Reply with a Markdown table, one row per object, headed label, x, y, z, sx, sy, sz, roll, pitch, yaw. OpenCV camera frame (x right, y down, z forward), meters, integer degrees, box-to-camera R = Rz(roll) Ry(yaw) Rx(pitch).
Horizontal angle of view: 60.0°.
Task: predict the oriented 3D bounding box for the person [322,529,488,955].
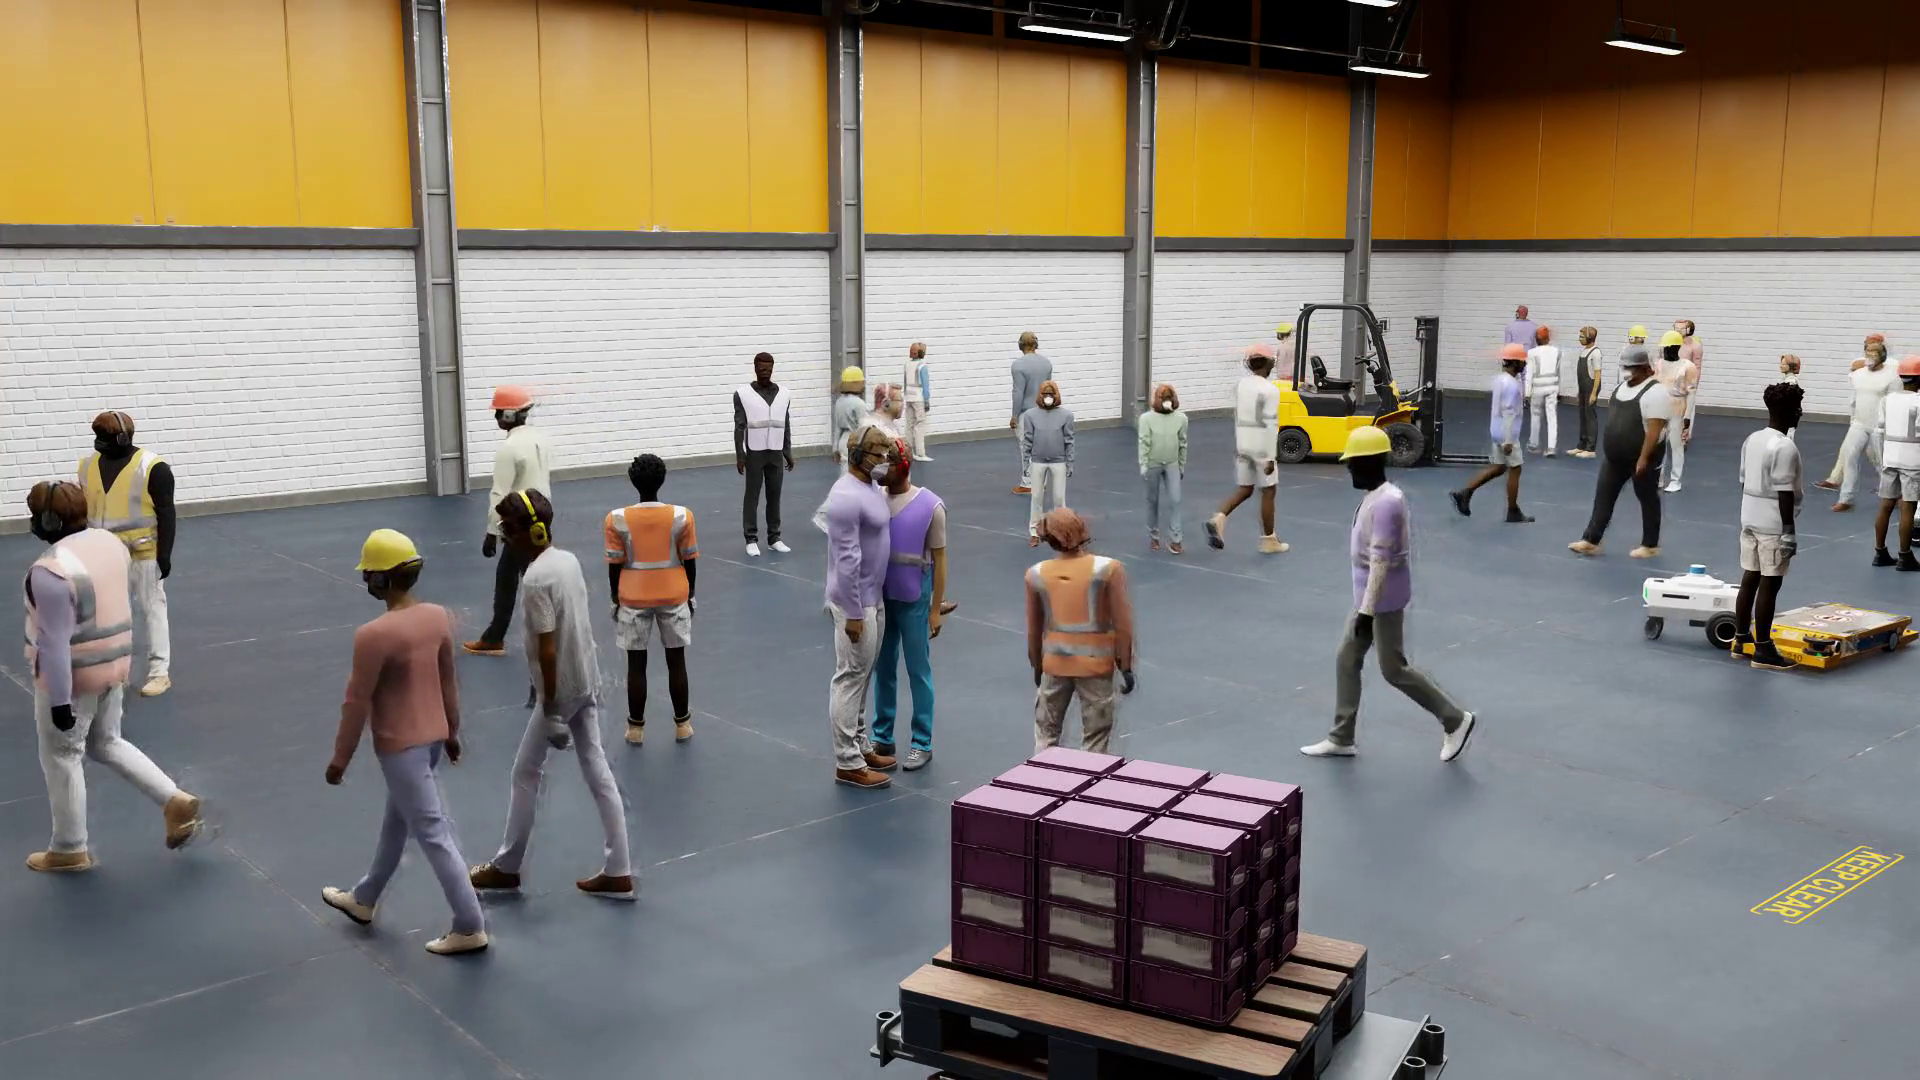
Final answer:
| label | x | y | z | sx | sy | sz | roll | pitch | yaw |
| --- | --- | --- | --- | --- | --- | --- | --- | --- | --- |
| person | -2.300 | 0.816 | 6.720 | 0.890 | 1.720 | 0.538 | 3 | 10 | 16 |

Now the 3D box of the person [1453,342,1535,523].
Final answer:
| label | x | y | z | sx | sy | sz | roll | pitch | yaw |
| --- | --- | --- | --- | --- | --- | --- | --- | --- | --- |
| person | 5.682 | -1.128 | 17.558 | 0.769 | 1.922 | 0.543 | 0 | 10 | 2 |

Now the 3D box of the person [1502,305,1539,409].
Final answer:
| label | x | y | z | sx | sy | sz | roll | pitch | yaw |
| --- | --- | --- | --- | --- | --- | --- | --- | --- | --- |
| person | 10.309 | -3.357 | 30.634 | 0.650 | 1.907 | 0.409 | 0 | 10 | -3 |

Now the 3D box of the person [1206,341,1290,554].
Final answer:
| label | x | y | z | sx | sy | sz | roll | pitch | yaw |
| --- | --- | --- | --- | --- | --- | --- | --- | --- | --- |
| person | 2.720 | -0.854 | 15.665 | 0.742 | 2.023 | 0.635 | -7 | 12 | -34 |

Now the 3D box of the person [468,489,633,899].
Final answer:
| label | x | y | z | sx | sy | sz | roll | pitch | yaw |
| --- | --- | --- | --- | --- | --- | --- | --- | --- | --- |
| person | -1.832 | 0.672 | 7.252 | 0.878 | 1.822 | 0.556 | 3 | 10 | 15 |

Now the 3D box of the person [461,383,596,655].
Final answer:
| label | x | y | z | sx | sy | sz | roll | pitch | yaw |
| --- | --- | --- | --- | --- | --- | --- | --- | --- | --- |
| person | -3.005 | -0.114 | 11.533 | 1.015 | 1.950 | 0.623 | 1 | 10 | 7 |

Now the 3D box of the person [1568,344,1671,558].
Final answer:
| label | x | y | z | sx | sy | sz | roll | pitch | yaw |
| --- | --- | --- | --- | --- | --- | --- | --- | --- | --- |
| person | 6.155 | -0.828 | 15.435 | 0.947 | 2.000 | 0.695 | -4 | 10 | -22 |

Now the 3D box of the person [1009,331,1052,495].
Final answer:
| label | x | y | z | sx | sy | sz | roll | pitch | yaw |
| --- | --- | --- | --- | --- | --- | --- | --- | --- | --- |
| person | 0.826 | -1.492 | 19.635 | 0.629 | 1.935 | 0.372 | -9 | 14 | -44 |

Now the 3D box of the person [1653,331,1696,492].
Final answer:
| label | x | y | z | sx | sy | sz | roll | pitch | yaw |
| --- | --- | --- | --- | --- | --- | --- | --- | --- | --- |
| person | 8.483 | -1.535 | 19.902 | 0.374 | 1.925 | 0.595 | -5 | 11 | -28 |

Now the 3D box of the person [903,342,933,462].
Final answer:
| label | x | y | z | sx | sy | sz | roll | pitch | yaw |
| --- | --- | --- | --- | --- | --- | --- | --- | --- | --- |
| person | -0.591 | -1.897 | 22.868 | 0.310 | 1.638 | 0.523 | -7 | 12 | -36 |

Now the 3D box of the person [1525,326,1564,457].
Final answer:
| label | x | y | z | sx | sy | sz | roll | pitch | yaw |
| --- | --- | --- | --- | --- | --- | --- | --- | --- | --- |
| person | 8.253 | -2.092 | 23.467 | 0.591 | 1.840 | 0.983 | 0 | 10 | -2 |

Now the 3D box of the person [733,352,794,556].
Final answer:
| label | x | y | z | sx | sy | sz | roll | pitch | yaw |
| --- | --- | --- | --- | --- | --- | --- | --- | --- | --- |
| person | -1.859 | -0.819 | 15.737 | 0.596 | 1.917 | 0.382 | -7 | 12 | -34 |

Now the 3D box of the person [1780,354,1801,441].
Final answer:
| label | x | y | z | sx | sy | sz | roll | pitch | yaw |
| --- | --- | --- | --- | --- | --- | --- | --- | --- | --- |
| person | 9.918 | -1.407 | 19.979 | 0.305 | 1.645 | 0.522 | 4 | 11 | 24 |

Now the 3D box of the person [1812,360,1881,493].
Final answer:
| label | x | y | z | sx | sy | sz | roll | pitch | yaw |
| --- | --- | --- | --- | --- | --- | --- | --- | --- | --- |
| person | 10.736 | -1.348 | 19.812 | 0.856 | 1.595 | 0.518 | 3 | 10 | 19 |

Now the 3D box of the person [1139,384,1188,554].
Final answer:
| label | x | y | z | sx | sy | sz | roll | pitch | yaw |
| --- | --- | --- | --- | --- | --- | --- | --- | --- | --- |
| person | 1.937 | -0.661 | 15.731 | 0.504 | 1.602 | 0.765 | -1 | 10 | -6 |

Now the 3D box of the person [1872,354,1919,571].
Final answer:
| label | x | y | z | sx | sy | sz | roll | pitch | yaw |
| --- | --- | --- | --- | --- | --- | --- | --- | --- | --- |
| person | 8.486 | -0.692 | 14.924 | 0.347 | 1.943 | 0.544 | -3 | 10 | -19 |

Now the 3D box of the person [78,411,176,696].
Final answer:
| label | x | y | z | sx | sy | sz | roll | pitch | yaw |
| --- | --- | --- | --- | --- | --- | --- | --- | --- | --- |
| person | -5.342 | 0.089 | 10.657 | 0.624 | 1.841 | 0.430 | 1 | 10 | 6 |

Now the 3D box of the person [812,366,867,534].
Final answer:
| label | x | y | z | sx | sy | sz | roll | pitch | yaw |
| --- | --- | --- | --- | --- | --- | --- | --- | --- | --- |
| person | -1.158 | -0.918 | 16.936 | 0.830 | 1.710 | 0.486 | -6 | 11 | -30 |

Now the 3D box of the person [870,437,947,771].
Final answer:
| label | x | y | z | sx | sy | sz | roll | pitch | yaw |
| --- | --- | --- | --- | --- | --- | --- | --- | --- | --- |
| person | -0.323 | 0.342 | 9.167 | 0.567 | 1.839 | 0.377 | 6 | 11 | 32 |

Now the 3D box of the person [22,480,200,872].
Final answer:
| label | x | y | z | sx | sy | sz | roll | pitch | yaw |
| --- | --- | --- | --- | --- | --- | --- | --- | --- | --- |
| person | -3.939 | 0.622 | 7.576 | 0.668 | 1.824 | 0.628 | 1 | 10 | 5 |

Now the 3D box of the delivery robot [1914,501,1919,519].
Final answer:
| label | x | y | z | sx | sy | sz | roll | pitch | yaw |
| --- | --- | --- | --- | --- | --- | --- | --- | --- | --- |
| delivery robot | 9.581 | -0.243 | 16.053 | 0.707 | 0.478 | 0.477 | 10 | 13 | 44 |

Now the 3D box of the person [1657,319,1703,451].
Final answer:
| label | x | y | z | sx | sy | sz | roll | pitch | yaw |
| --- | --- | --- | --- | --- | --- | --- | --- | --- | --- |
| person | 10.344 | -2.233 | 24.037 | 0.408 | 1.913 | 0.644 | -9 | 13 | -42 |

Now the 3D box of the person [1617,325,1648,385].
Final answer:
| label | x | y | z | sx | sy | sz | roll | pitch | yaw |
| --- | --- | --- | --- | --- | --- | --- | --- | --- | --- |
| person | 9.724 | -2.196 | 24.057 | 0.403 | 1.827 | 0.601 | 9 | 13 | 43 |

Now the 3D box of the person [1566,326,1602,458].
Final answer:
| label | x | y | z | sx | sy | sz | roll | pitch | yaw |
| --- | --- | --- | --- | --- | --- | --- | --- | --- | --- |
| person | 8.776 | -2.067 | 23.269 | 0.351 | 1.842 | 0.507 | 0 | 10 | -1 |

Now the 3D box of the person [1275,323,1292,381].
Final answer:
| label | x | y | z | sx | sy | sz | roll | pitch | yaw |
| --- | --- | --- | --- | --- | --- | --- | --- | --- | --- |
| person | 5.339 | -2.679 | 27.157 | 0.801 | 1.735 | 0.530 | 4 | 10 | 22 |

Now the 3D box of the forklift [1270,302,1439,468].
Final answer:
| label | x | y | z | sx | sy | sz | roll | pitch | yaw |
| --- | --- | --- | --- | --- | --- | --- | --- | --- | --- |
| forklift | 5.320 | -2.157 | 22.763 | 2.313 | 2.155 | 1.214 | 3 | 10 | 16 |

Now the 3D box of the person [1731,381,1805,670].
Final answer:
| label | x | y | z | sx | sy | sz | roll | pitch | yaw |
| --- | --- | --- | --- | --- | --- | --- | --- | --- | --- |
| person | 5.567 | -0.106 | 11.420 | 0.367 | 1.966 | 0.604 | 0 | 10 | 0 |

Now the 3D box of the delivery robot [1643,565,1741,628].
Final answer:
| label | x | y | z | sx | sy | sz | roll | pitch | yaw |
| --- | --- | --- | --- | --- | --- | --- | --- | --- | --- |
| delivery robot | 5.381 | 0.424 | 12.170 | 0.707 | 0.478 | 0.477 | 5 | 11 | 27 |

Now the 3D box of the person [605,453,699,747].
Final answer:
| label | x | y | z | sx | sy | sz | roll | pitch | yaw |
| --- | --- | --- | --- | --- | --- | --- | --- | --- | --- |
| person | -1.764 | 0.345 | 9.563 | 0.535 | 1.699 | 0.318 | -2 | 10 | -13 |

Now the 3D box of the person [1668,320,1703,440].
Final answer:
| label | x | y | z | sx | sy | sz | roll | pitch | yaw |
| --- | --- | --- | --- | --- | --- | --- | --- | --- | --- |
| person | 11.069 | -2.443 | 25.468 | 0.620 | 1.845 | 0.429 | -8 | 12 | -38 |

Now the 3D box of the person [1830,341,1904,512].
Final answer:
| label | x | y | z | sx | sy | sz | roll | pitch | yaw |
| --- | --- | --- | --- | --- | --- | --- | --- | --- | --- |
| person | 10.124 | -1.249 | 18.353 | 0.973 | 1.903 | 0.633 | -5 | 11 | -27 |

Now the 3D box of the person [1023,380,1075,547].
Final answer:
| label | x | y | z | sx | sy | sz | roll | pitch | yaw |
| --- | --- | --- | --- | --- | --- | --- | --- | --- | --- |
| person | 0.858 | -0.735 | 16.106 | 0.504 | 1.628 | 0.280 | 1 | 10 | 7 |

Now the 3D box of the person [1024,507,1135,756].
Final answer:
| label | x | y | z | sx | sy | sz | roll | pitch | yaw |
| --- | --- | --- | --- | --- | --- | --- | --- | --- | --- |
| person | 0.570 | 0.650 | 8.052 | 0.608 | 1.613 | 0.324 | 5 | 11 | 26 |

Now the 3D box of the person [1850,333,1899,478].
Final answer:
| label | x | y | z | sx | sy | sz | roll | pitch | yaw |
| --- | --- | --- | --- | --- | --- | --- | --- | --- | --- |
| person | 11.639 | -1.708 | 21.171 | 0.579 | 1.857 | 0.890 | 9 | 13 | 42 |

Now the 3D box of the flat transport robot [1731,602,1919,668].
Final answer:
| label | x | y | z | sx | sy | sz | roll | pitch | yaw |
| --- | --- | --- | --- | --- | --- | --- | --- | --- | --- |
| flat transport robot | 6.198 | 0.662 | 11.881 | 1.431 | 0.197 | 0.652 | -7 | 12 | -37 |

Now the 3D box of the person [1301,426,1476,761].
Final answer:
| label | x | y | z | sx | sy | sz | roll | pitch | yaw |
| --- | --- | --- | --- | --- | --- | --- | --- | --- | --- |
| person | 2.406 | 0.306 | 9.249 | 0.877 | 1.885 | 0.594 | 0 | 10 | 1 |

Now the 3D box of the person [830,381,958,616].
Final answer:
| label | x | y | z | sx | sy | sz | roll | pitch | yaw |
| --- | --- | --- | --- | --- | --- | --- | --- | --- | --- |
| person | -0.560 | -0.302 | 12.894 | 0.993 | 1.855 | 0.654 | -2 | 10 | -9 |

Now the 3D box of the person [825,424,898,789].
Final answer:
| label | x | y | z | sx | sy | sz | roll | pitch | yaw |
| --- | --- | --- | --- | --- | --- | --- | --- | --- | --- |
| person | -0.525 | 0.344 | 8.891 | 0.370 | 1.934 | 0.627 | 1 | 10 | 8 |
